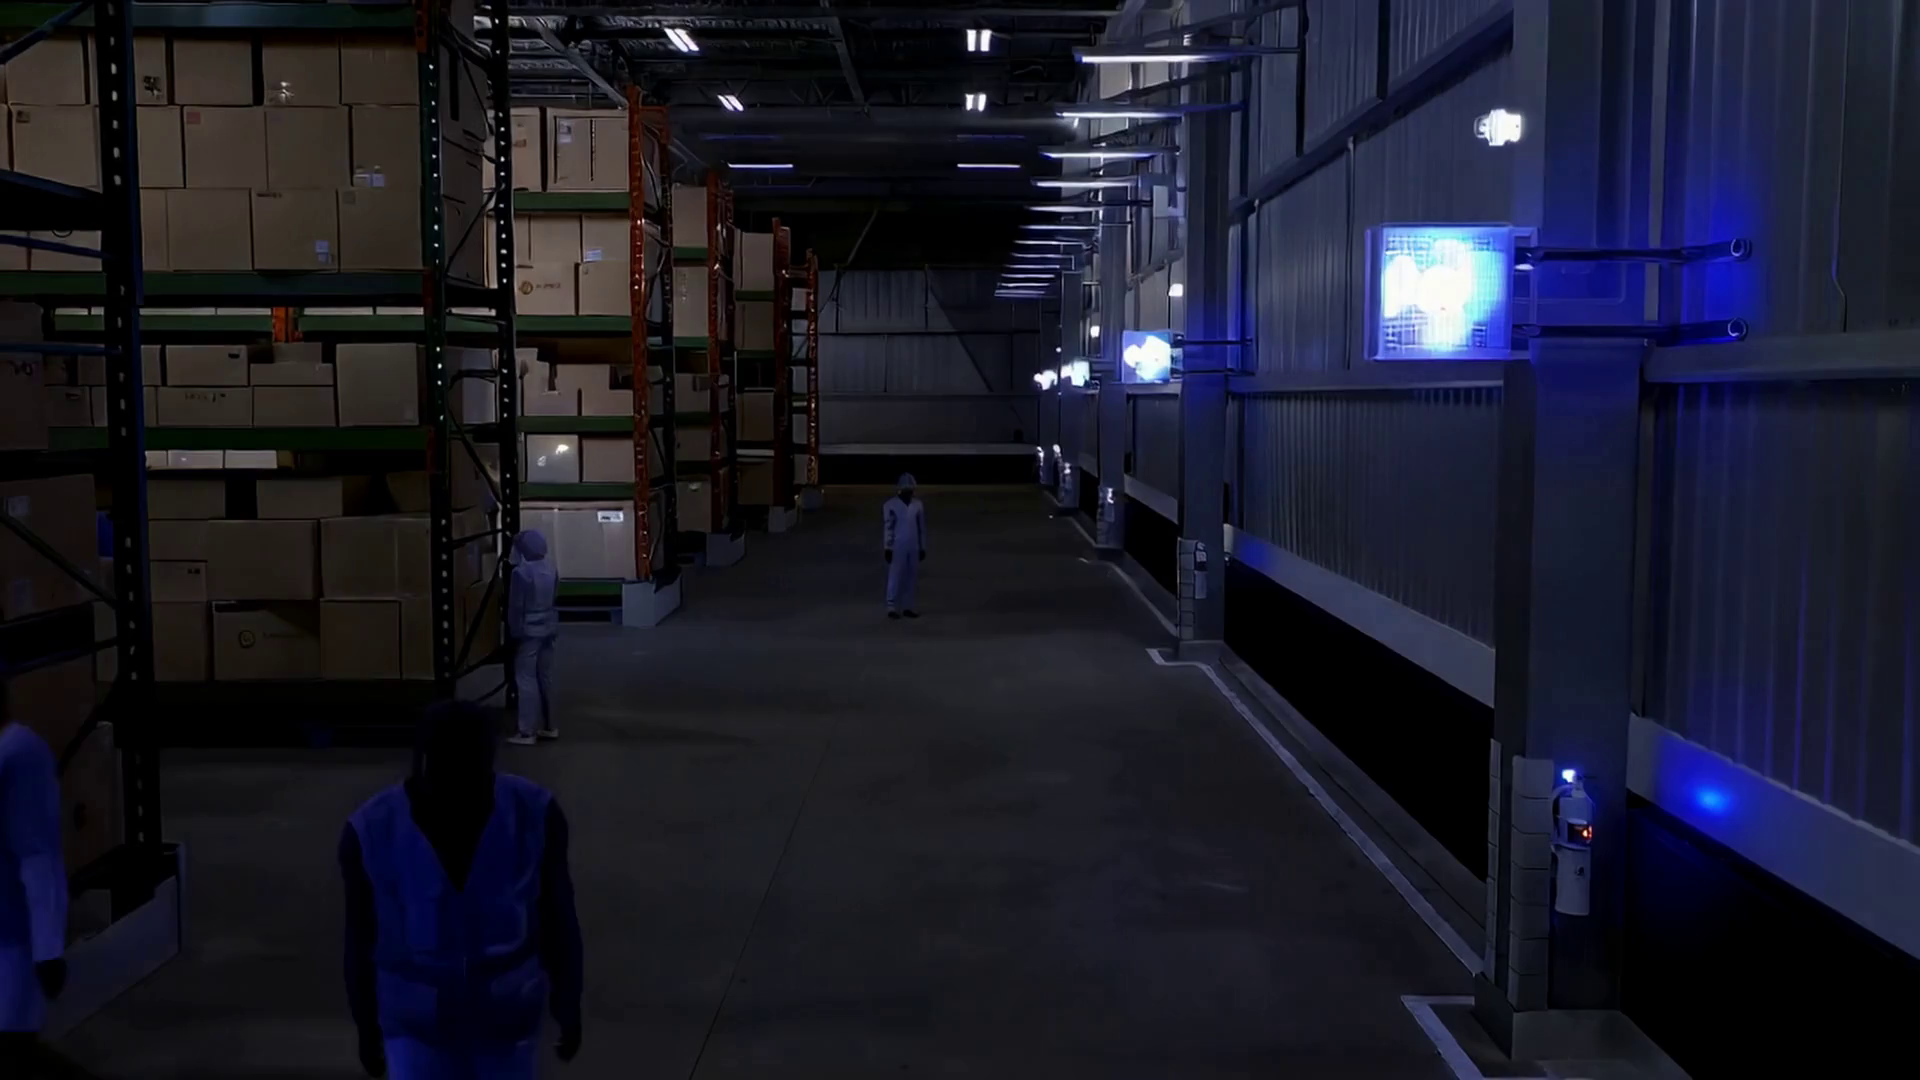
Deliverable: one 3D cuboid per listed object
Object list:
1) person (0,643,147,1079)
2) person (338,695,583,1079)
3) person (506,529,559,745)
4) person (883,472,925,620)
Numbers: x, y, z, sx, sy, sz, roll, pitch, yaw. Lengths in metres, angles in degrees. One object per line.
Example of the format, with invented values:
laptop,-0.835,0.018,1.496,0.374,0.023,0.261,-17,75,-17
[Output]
person,-2.996,1.213,5.354,0.607,1.912,0.603,5,7,43
person,-1.415,1.316,4.738,0.642,1.816,0.749,-2,5,-21
person,-3.220,0.731,12.603,0.318,1.631,0.526,2,5,23
person,-0.636,0.071,19.629,0.569,1.742,0.361,-3,6,-35
